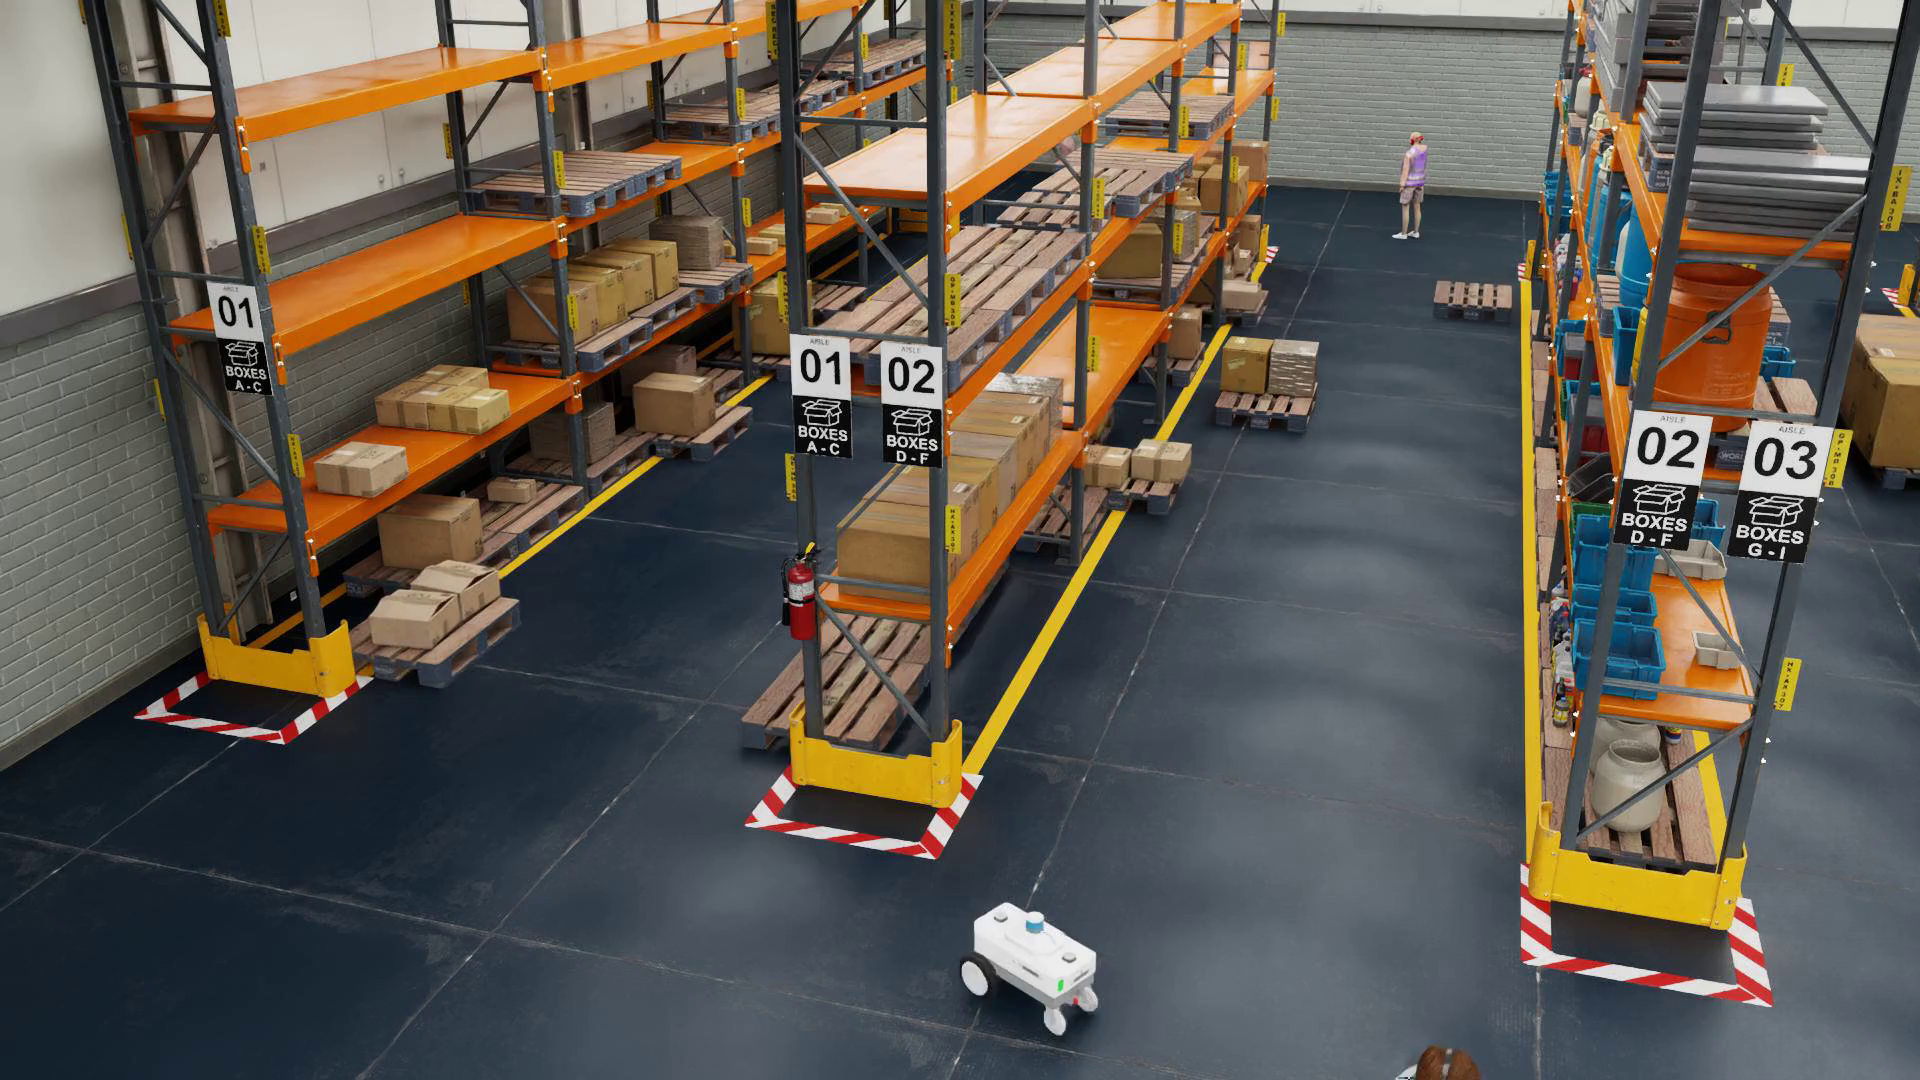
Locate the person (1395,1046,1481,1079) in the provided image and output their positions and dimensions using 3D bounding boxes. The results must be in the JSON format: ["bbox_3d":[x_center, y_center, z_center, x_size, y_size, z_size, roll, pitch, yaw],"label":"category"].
[{"bbox_3d":[1.922,2.787,6.790,0.970,1.791,0.633,8,24,17],"label":"person"}]

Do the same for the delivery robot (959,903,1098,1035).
[{"bbox_3d":[0.403,2.362,9.346,0.808,0.604,0.499,21,31,40],"label":"delivery robot"}]

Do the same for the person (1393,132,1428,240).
[{"bbox_3d":[7.185,-5.621,26.418,0.491,1.688,0.347,-14,27,-28],"label":"person"}]

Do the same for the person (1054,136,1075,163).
[{"bbox_3d":[1.698,-5.907,26.956,0.359,1.810,0.529,7,24,16],"label":"person"}]
